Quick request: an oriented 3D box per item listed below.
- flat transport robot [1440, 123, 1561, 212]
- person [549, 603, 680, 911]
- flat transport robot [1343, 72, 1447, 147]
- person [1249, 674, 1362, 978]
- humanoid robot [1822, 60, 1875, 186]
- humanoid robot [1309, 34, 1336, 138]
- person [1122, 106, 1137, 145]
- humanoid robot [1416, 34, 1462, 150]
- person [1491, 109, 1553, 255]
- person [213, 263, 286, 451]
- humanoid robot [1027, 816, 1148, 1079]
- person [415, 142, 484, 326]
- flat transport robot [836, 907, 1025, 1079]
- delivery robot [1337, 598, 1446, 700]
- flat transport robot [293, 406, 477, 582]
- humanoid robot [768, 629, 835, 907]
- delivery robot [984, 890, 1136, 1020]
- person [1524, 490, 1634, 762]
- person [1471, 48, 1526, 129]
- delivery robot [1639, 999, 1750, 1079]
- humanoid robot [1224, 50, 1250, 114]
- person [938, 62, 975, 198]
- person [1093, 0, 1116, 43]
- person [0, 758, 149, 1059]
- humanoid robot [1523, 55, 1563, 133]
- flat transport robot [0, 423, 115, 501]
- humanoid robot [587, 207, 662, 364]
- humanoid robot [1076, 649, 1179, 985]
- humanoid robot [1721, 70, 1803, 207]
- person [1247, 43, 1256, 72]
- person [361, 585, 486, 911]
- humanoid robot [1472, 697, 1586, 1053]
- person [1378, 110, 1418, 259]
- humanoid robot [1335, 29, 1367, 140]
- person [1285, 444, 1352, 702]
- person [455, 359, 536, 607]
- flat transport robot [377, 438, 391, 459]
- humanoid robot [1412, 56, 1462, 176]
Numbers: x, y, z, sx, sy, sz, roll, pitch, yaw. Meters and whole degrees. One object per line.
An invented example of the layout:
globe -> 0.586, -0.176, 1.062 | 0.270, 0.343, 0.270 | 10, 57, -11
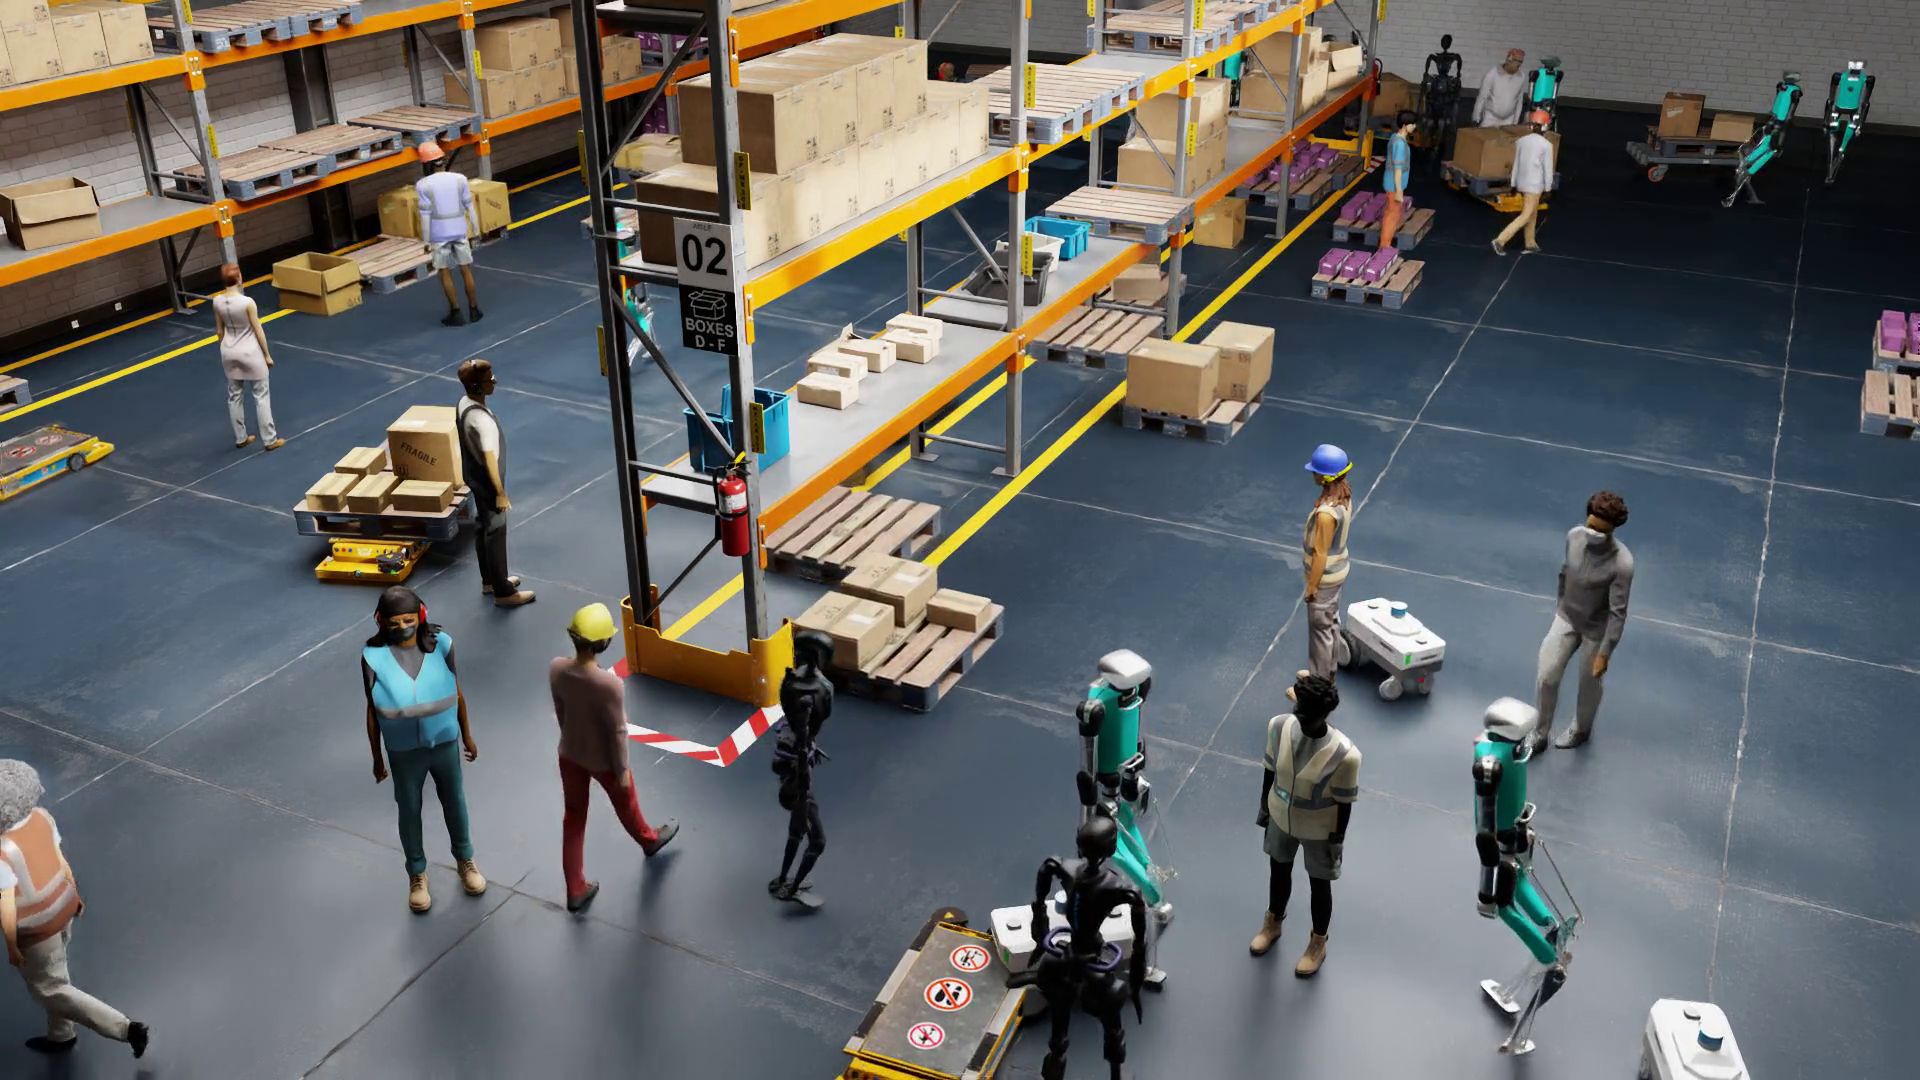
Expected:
flat transport robot -> 7.159, -4.648, 22.167 | 0.659, 0.231, 1.431 | -6, 27, -12
person -> -1.911, 1.109, 8.901 | 0.544, 1.717, 0.856 | 13, 29, 25
flat transport robot -> 6.611, -6.225, 25.353 | 1.431, 0.231, 0.659 | 21, 33, 36
person -> 1.720, 1.408, 8.330 | 0.534, 1.692, 0.319 | 22, 34, 37
humanoid robot -> 12.093, -5.723, 22.731 | 0.531, 1.741, 1.058 | 14, 30, 27
humanoid robot -> 5.350, -6.621, 24.555 | 0.351, 1.648, 0.597 | 13, 29, 24
person -> 2.688, -6.567, 24.322 | 0.596, 1.794, 0.413 | -17, 31, -30
humanoid robot -> 7.065, -6.619, 24.557 | 0.602, 1.659, 0.369 | 0, 26, 1
person -> 6.675, -4.192, 19.610 | 0.780, 1.721, 0.565 | -9, 28, -18
person -> -6.201, -1.580, 14.411 | 0.436, 1.651, 0.292 | 5, 27, 10
humanoid robot -> 0.550, 1.896, 7.393 | 0.593, 1.648, 0.610 | 14, 29, 25
person -> -5.324, -3.203, 17.393 | 0.640, 1.918, 0.411 | -17, 31, -31
flat transport robot -> -0.078, 2.339, 8.054 | 0.659, 0.231, 1.431 | 10, 28, 19
delivery robot -> 2.862, 0.689, 11.086 | 0.513, 0.614, 0.785 | -11, 28, -21
flat transport robot -> -4.387, -0.083, 12.945 | 0.659, 0.231, 1.431 | 3, 26, 6
humanoid robot -> -0.847, 1.197, 8.788 | 0.427, 1.640, 0.612 | -1, 26, -1
delivery robot -> 0.516, 2.024, 8.351 | 0.774, 0.581, 0.499 | -5, 27, -9
person -> 3.730, 0.522, 9.941 | 0.763, 1.847, 0.565 | -18, 32, -32
person -> 7.247, -5.698, 22.483 | 0.707, 1.873, 0.512 | -5, 27, -11
delivery robot -> 3.340, 2.462, 7.504 | 0.499, 0.613, 0.811 | 4, 27, 7
humanoid robot -> 3.676, -6.327, 23.976 | 1.057, 1.765, 0.530 | -22, 34, -37
person -> -0.248, -5.462, 22.110 | 0.934, 1.782, 0.652 | 10, 28, 19
person -> 2.502, -8.947, 28.974 | 0.408, 1.926, 0.548 | -5, 27, -10
person -> -4.184, 1.741, 7.679 | 0.666, 1.667, 0.440 | 2, 26, 4
humanoid robot -> 7.928, -5.573, 22.393 | 0.582, 1.780, 0.878 | -12, 29, -23
flat transport robot -> -7.949, -0.611, 14.011 | 0.659, 0.231, 1.431 | 10, 28, 19
humanoid robot -> -3.144, -2.444, 16.122 | 0.543, 1.749, 1.067 | 14, 30, 26
humanoid robot -> 0.924, 1.424, 8.278 | 0.893, 1.787, 0.569 | 19, 32, 34
humanoid robot -> 10.337, -5.141, 21.616 | 0.817, 1.875, 0.543 | 0, 26, 0
person -> 4.732, -7.618, 26.358 | 0.403, 1.877, 0.555 | -5, 27, -11
person -> -2.844, 1.083, 8.790 | 0.539, 1.865, 0.384 | -13, 29, -24
humanoid robot -> 2.729, 1.621, 7.849 | 0.784, 1.783, 0.547 | 15, 30, 27
person -> 5.120, -4.157, 19.497 | 0.327, 1.759, 0.502 | 4, 27, 8
humanoid robot -> 5.921, -6.851, 25.029 | 0.602, 1.640, 0.404 | 1, 26, 2
person -> 2.311, 0.217, 10.650 | 0.342, 1.768, 0.453 | 10, 28, 20
person -> -3.344, -0.407, 11.825 | 0.346, 1.846, 0.504 | -16, 30, -29
flat transport robot -> -4.611, -0.738, 14.268 | 0.659, 0.231, 1.431 | 3, 26, 6
humanoid robot -> 6.639, -5.903, 23.137 | 0.592, 1.647, 0.356 | 6, 27, 11
